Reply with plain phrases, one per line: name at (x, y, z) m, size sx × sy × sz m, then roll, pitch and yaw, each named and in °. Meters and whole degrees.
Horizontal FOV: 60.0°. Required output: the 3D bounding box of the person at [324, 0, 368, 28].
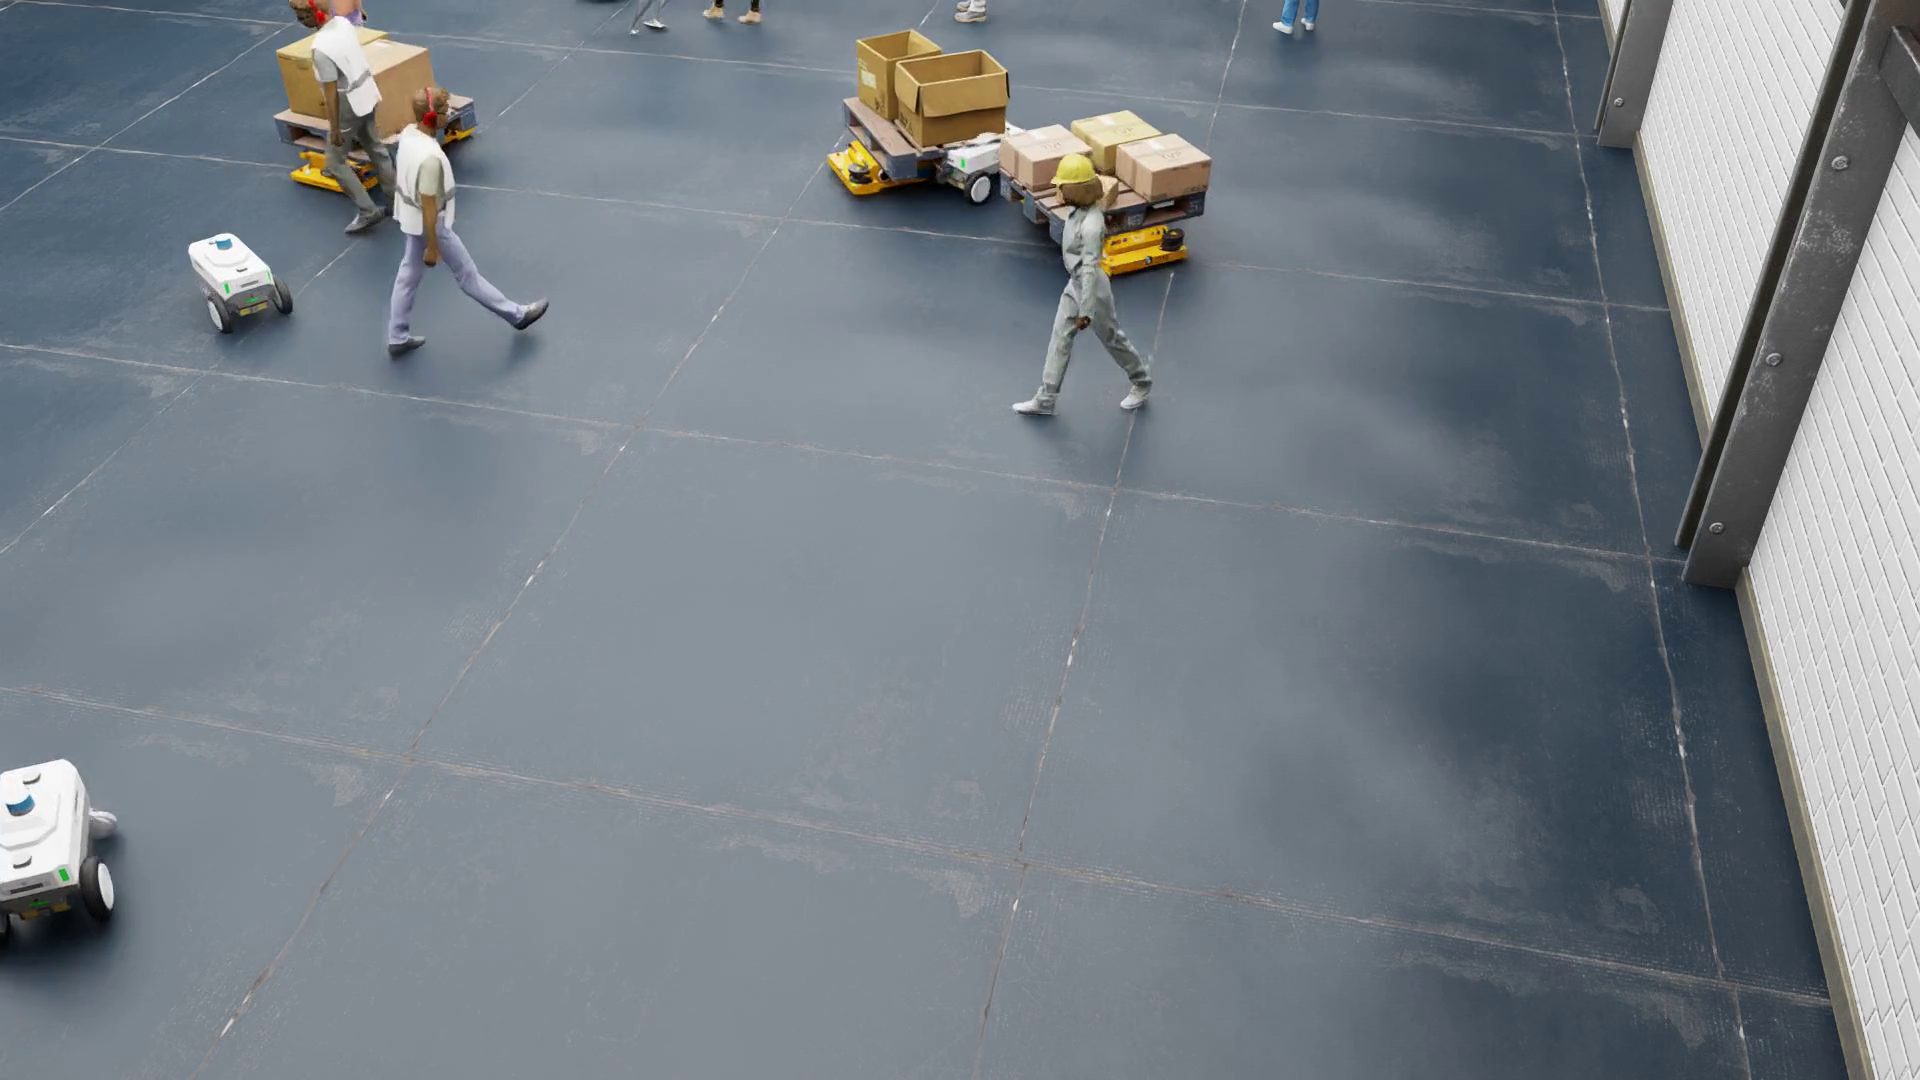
person at (-5.083, -4.318, 13.682) m, size 0.378 × 1.842 × 0.568 m, roll 5°, pitch 37°, yaw 7°

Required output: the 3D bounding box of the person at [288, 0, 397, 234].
person at (-4.430, -3.149, 12.142) m, size 0.489 × 1.820 × 0.758 m, roll 3°, pitch 37°, yaw 4°

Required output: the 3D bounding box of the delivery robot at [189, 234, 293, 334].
delivery robot at (-4.969, -1.800, 11.388) m, size 0.499 × 0.593 × 0.789 m, roll -27°, pitch 44°, yaw -31°

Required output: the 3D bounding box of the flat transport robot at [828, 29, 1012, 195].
flat transport robot at (-0.279, -3.077, 13.337) m, size 1.431 × 0.231 × 0.659 m, roll -13°, pitch 39°, yaw -17°

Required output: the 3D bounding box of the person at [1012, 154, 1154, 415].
person at (0.811, -1.517, 10.063) m, size 0.906 × 1.683 × 0.565 m, roll -7°, pitch 37°, yaw -9°

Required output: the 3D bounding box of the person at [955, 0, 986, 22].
person at (0.116, -5.873, 15.731) m, size 0.353 × 1.881 × 0.574 m, roll 5°, pitch 37°, yaw 6°

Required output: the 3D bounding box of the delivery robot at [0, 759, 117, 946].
delivery robot at (-3.971, 1.331, 7.198) m, size 0.529 × 0.594 × 0.766 m, roll -12°, pitch 39°, yaw -16°

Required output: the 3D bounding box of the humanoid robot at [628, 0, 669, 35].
humanoid robot at (-2.896, -5.553, 15.417) m, size 0.671 × 1.794 × 0.542 m, roll 24°, pitch 43°, yaw 29°

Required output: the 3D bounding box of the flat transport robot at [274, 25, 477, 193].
flat transport robot at (-4.680, -3.199, 13.500) m, size 0.659 × 0.231 × 1.431 m, roll 17°, pitch 40°, yaw 21°

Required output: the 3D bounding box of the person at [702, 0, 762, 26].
person at (-2.186, -5.738, 15.722) m, size 0.702 × 1.668 × 0.539 m, roll 19°, pitch 41°, yaw 23°

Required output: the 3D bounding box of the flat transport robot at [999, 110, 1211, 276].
flat transport robot at (1.045, -2.412, 12.447) m, size 0.659 × 0.231 × 1.431 m, roll -16°, pitch 40°, yaw -21°

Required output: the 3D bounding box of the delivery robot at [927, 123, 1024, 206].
delivery robot at (0.152, -2.976, 12.977) m, size 0.815 × 0.612 × 0.499 m, roll -29°, pitch 46°, yaw -33°

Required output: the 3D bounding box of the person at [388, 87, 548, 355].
person at (-3.340, -2.052, 10.705) m, size 1.064 × 1.771 × 0.608 m, roll -20°, pitch 41°, yaw -25°

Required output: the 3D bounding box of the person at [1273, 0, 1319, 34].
person at (3.219, -5.597, 15.494) m, size 0.485 × 1.723 × 0.377 m, roll -12°, pitch 38°, yaw -16°
